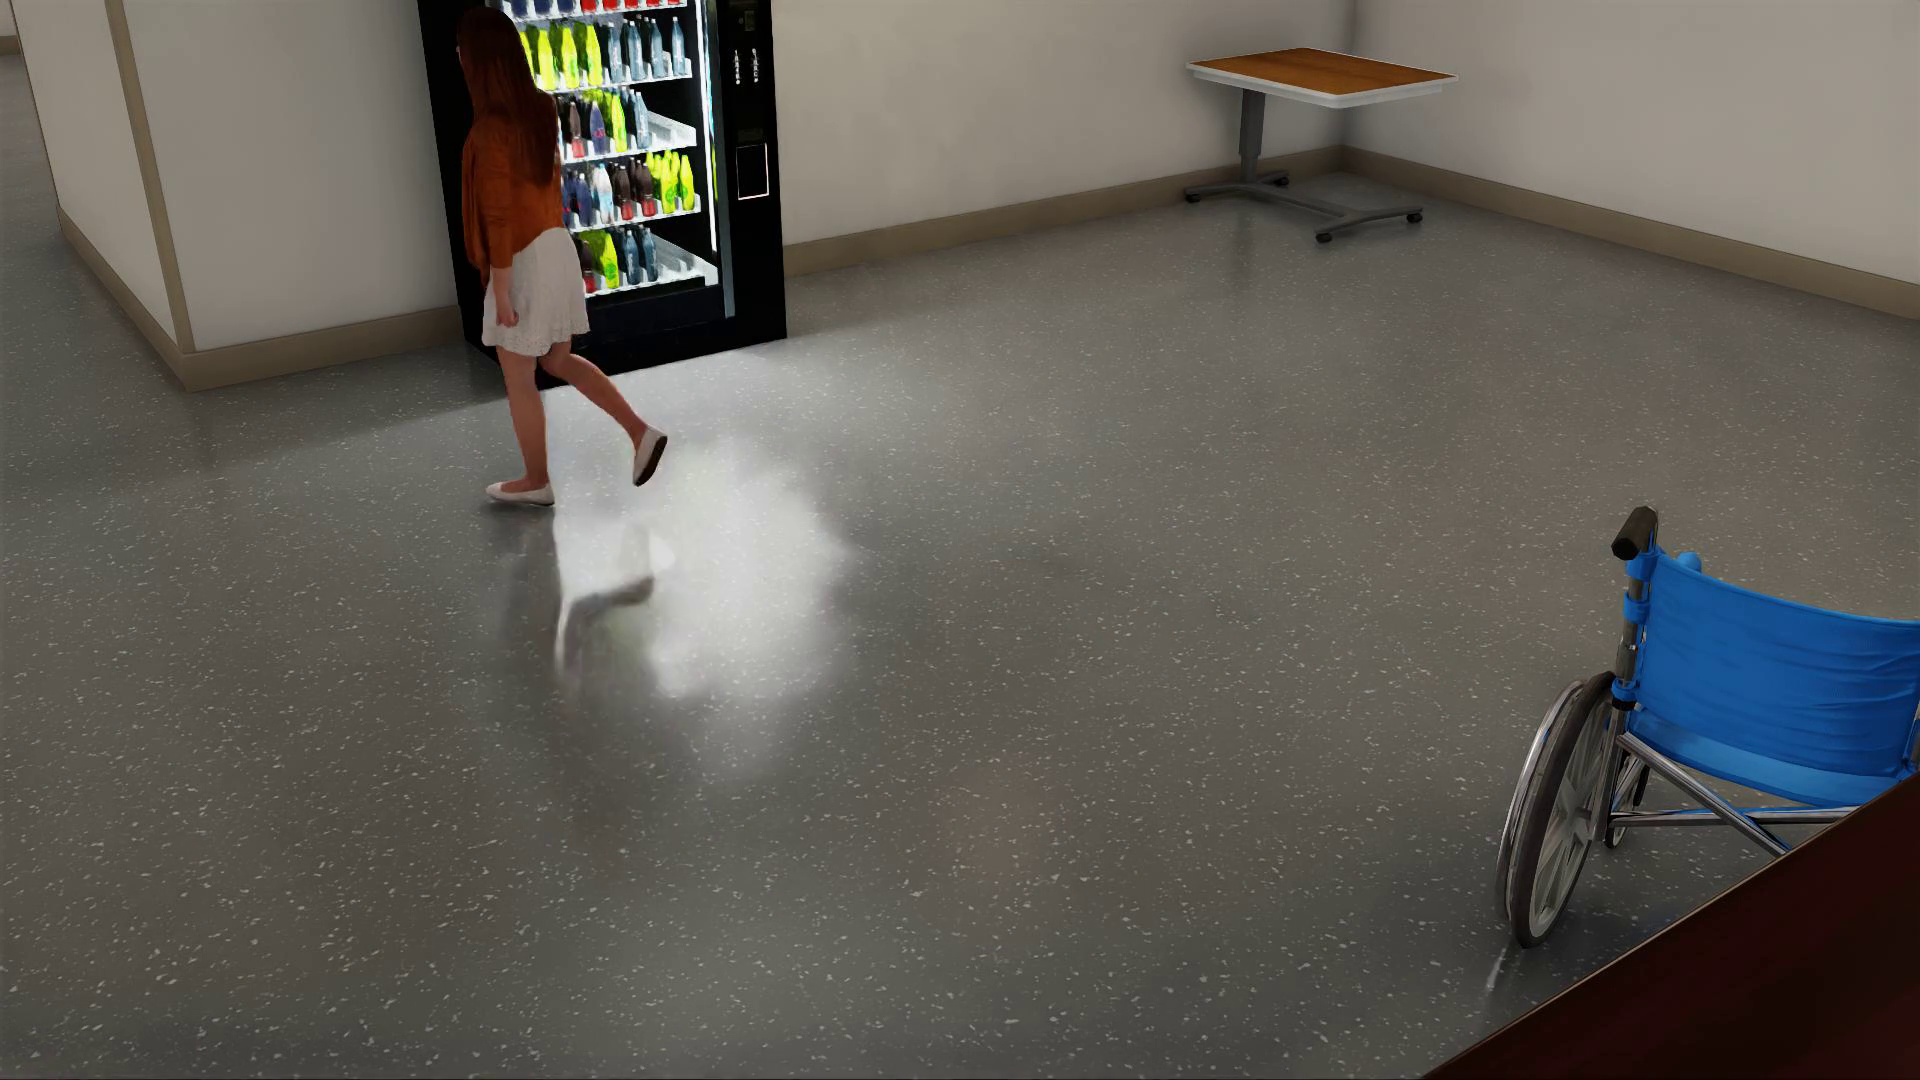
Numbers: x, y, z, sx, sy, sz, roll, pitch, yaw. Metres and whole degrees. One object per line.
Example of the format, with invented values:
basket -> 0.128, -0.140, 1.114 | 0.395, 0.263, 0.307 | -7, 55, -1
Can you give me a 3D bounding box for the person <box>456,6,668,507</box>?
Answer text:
person -> -1.355, -0.896, 5.575 | 0.965, 1.706, 0.956 | 8, 27, 17
